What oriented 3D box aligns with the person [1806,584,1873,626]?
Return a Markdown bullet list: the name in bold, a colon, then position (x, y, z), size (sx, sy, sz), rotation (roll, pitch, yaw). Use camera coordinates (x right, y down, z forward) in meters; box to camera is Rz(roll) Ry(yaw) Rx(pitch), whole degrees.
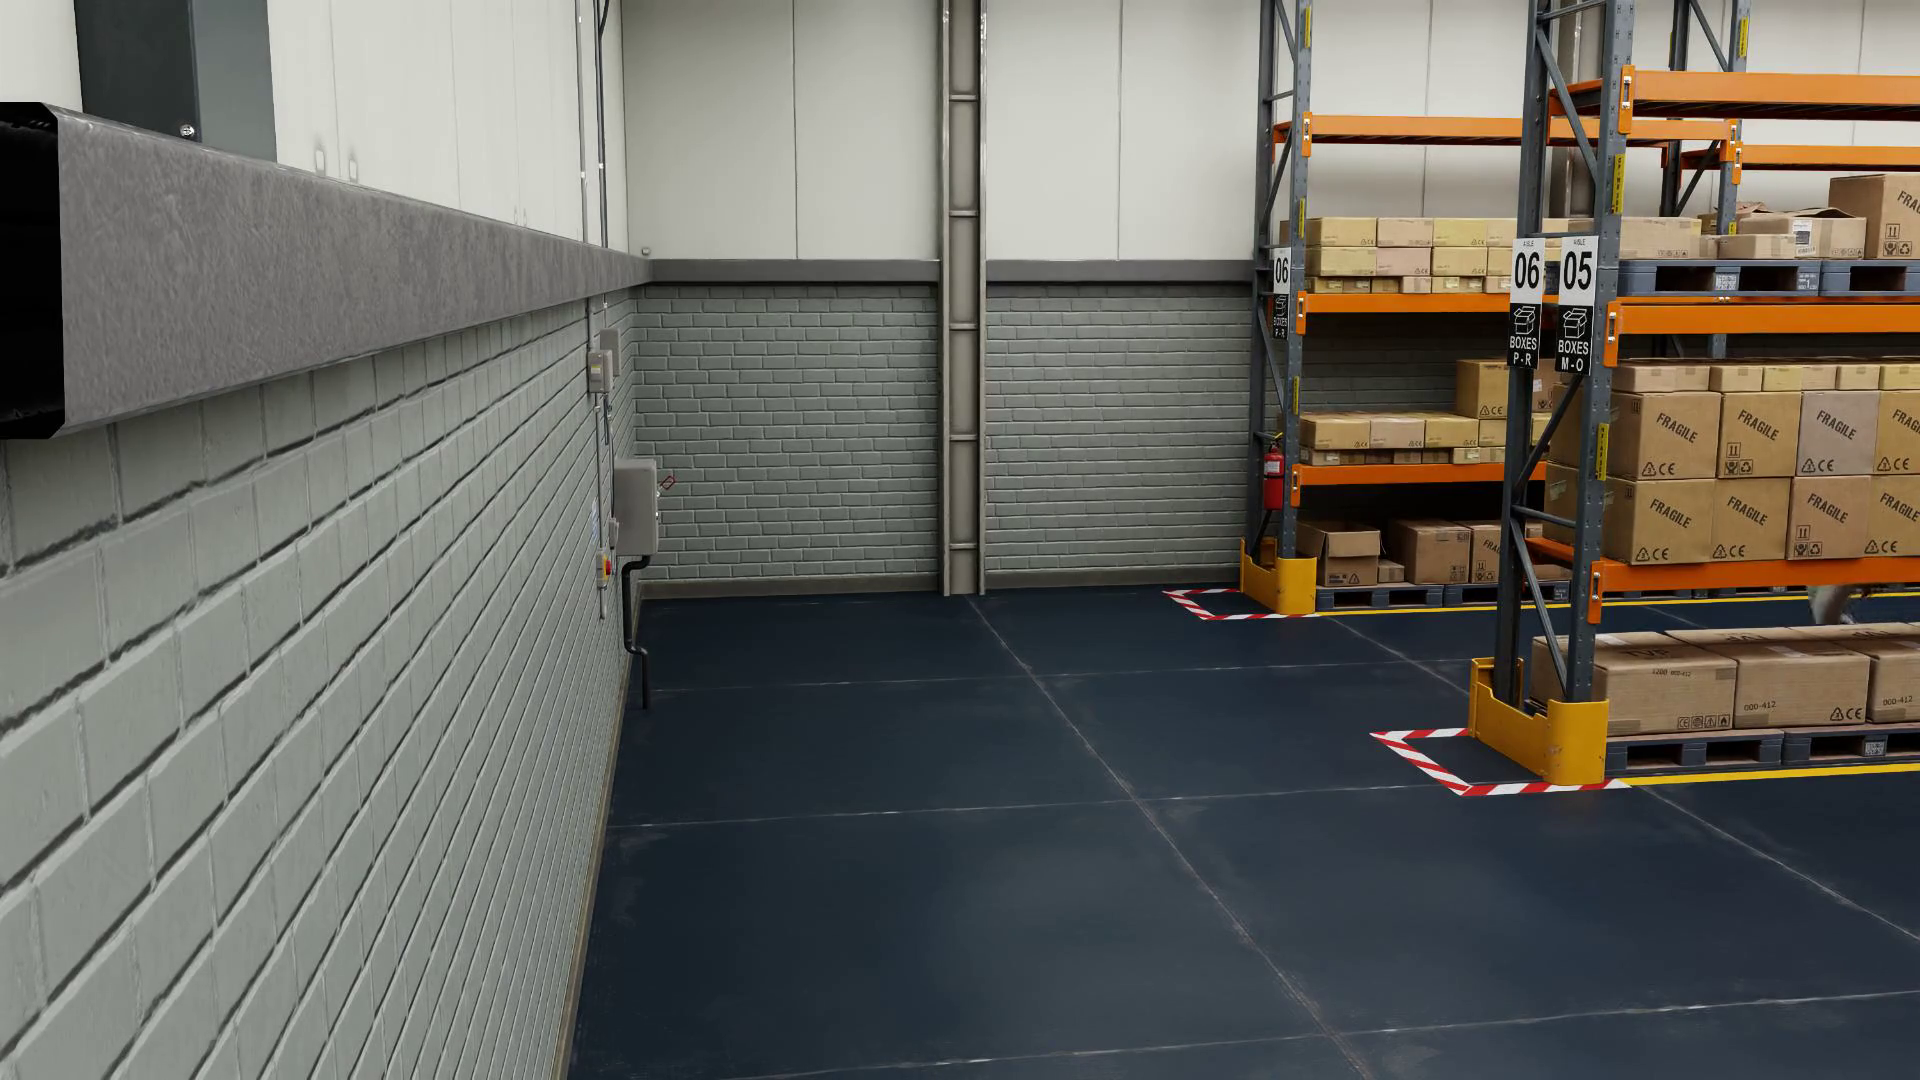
- **person**: position (6.298, 0.179, 11.827), size (0.853, 1.914, 0.638), rotation (-2, 9, -14)
